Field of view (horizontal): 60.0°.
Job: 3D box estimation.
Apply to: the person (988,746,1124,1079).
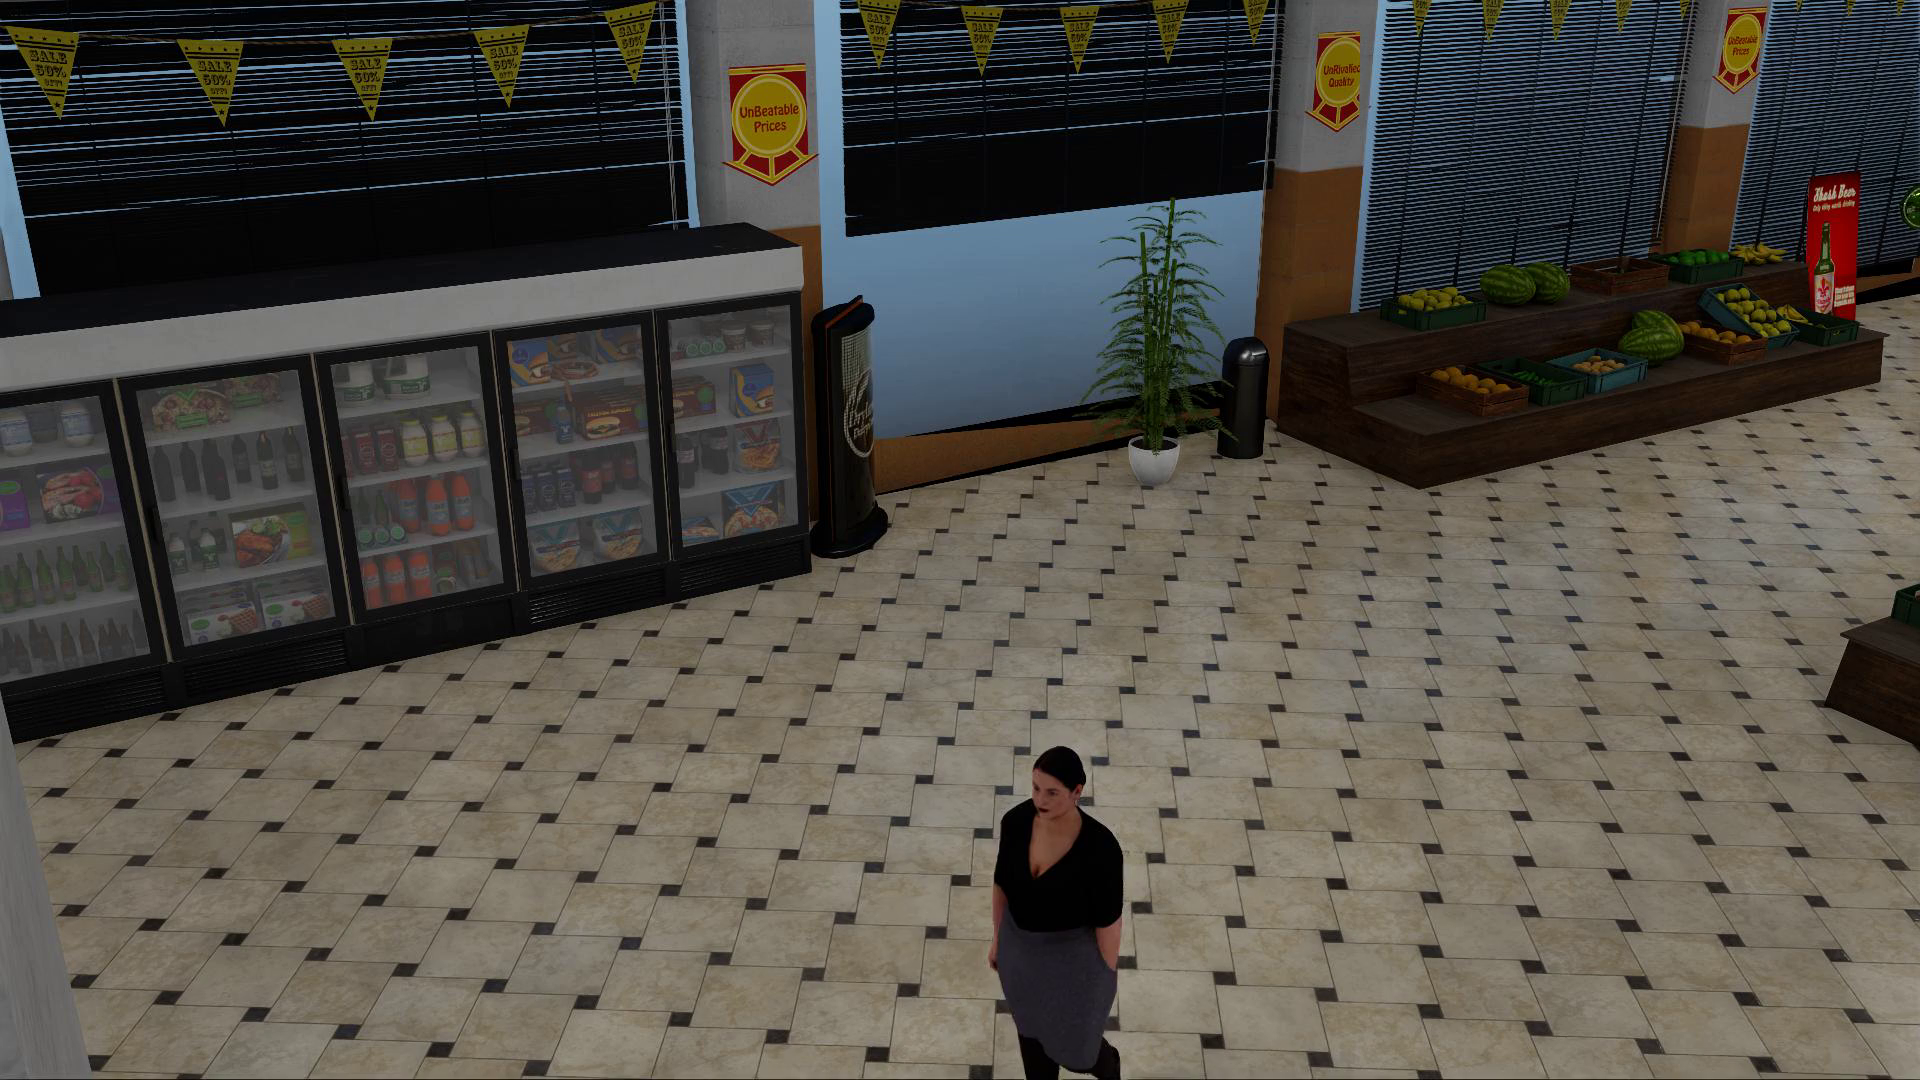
[{"bbox_3d":[0.402,1.497,6.117,0.805,1.748,0.893,17,27,36],"label":"person"}]
